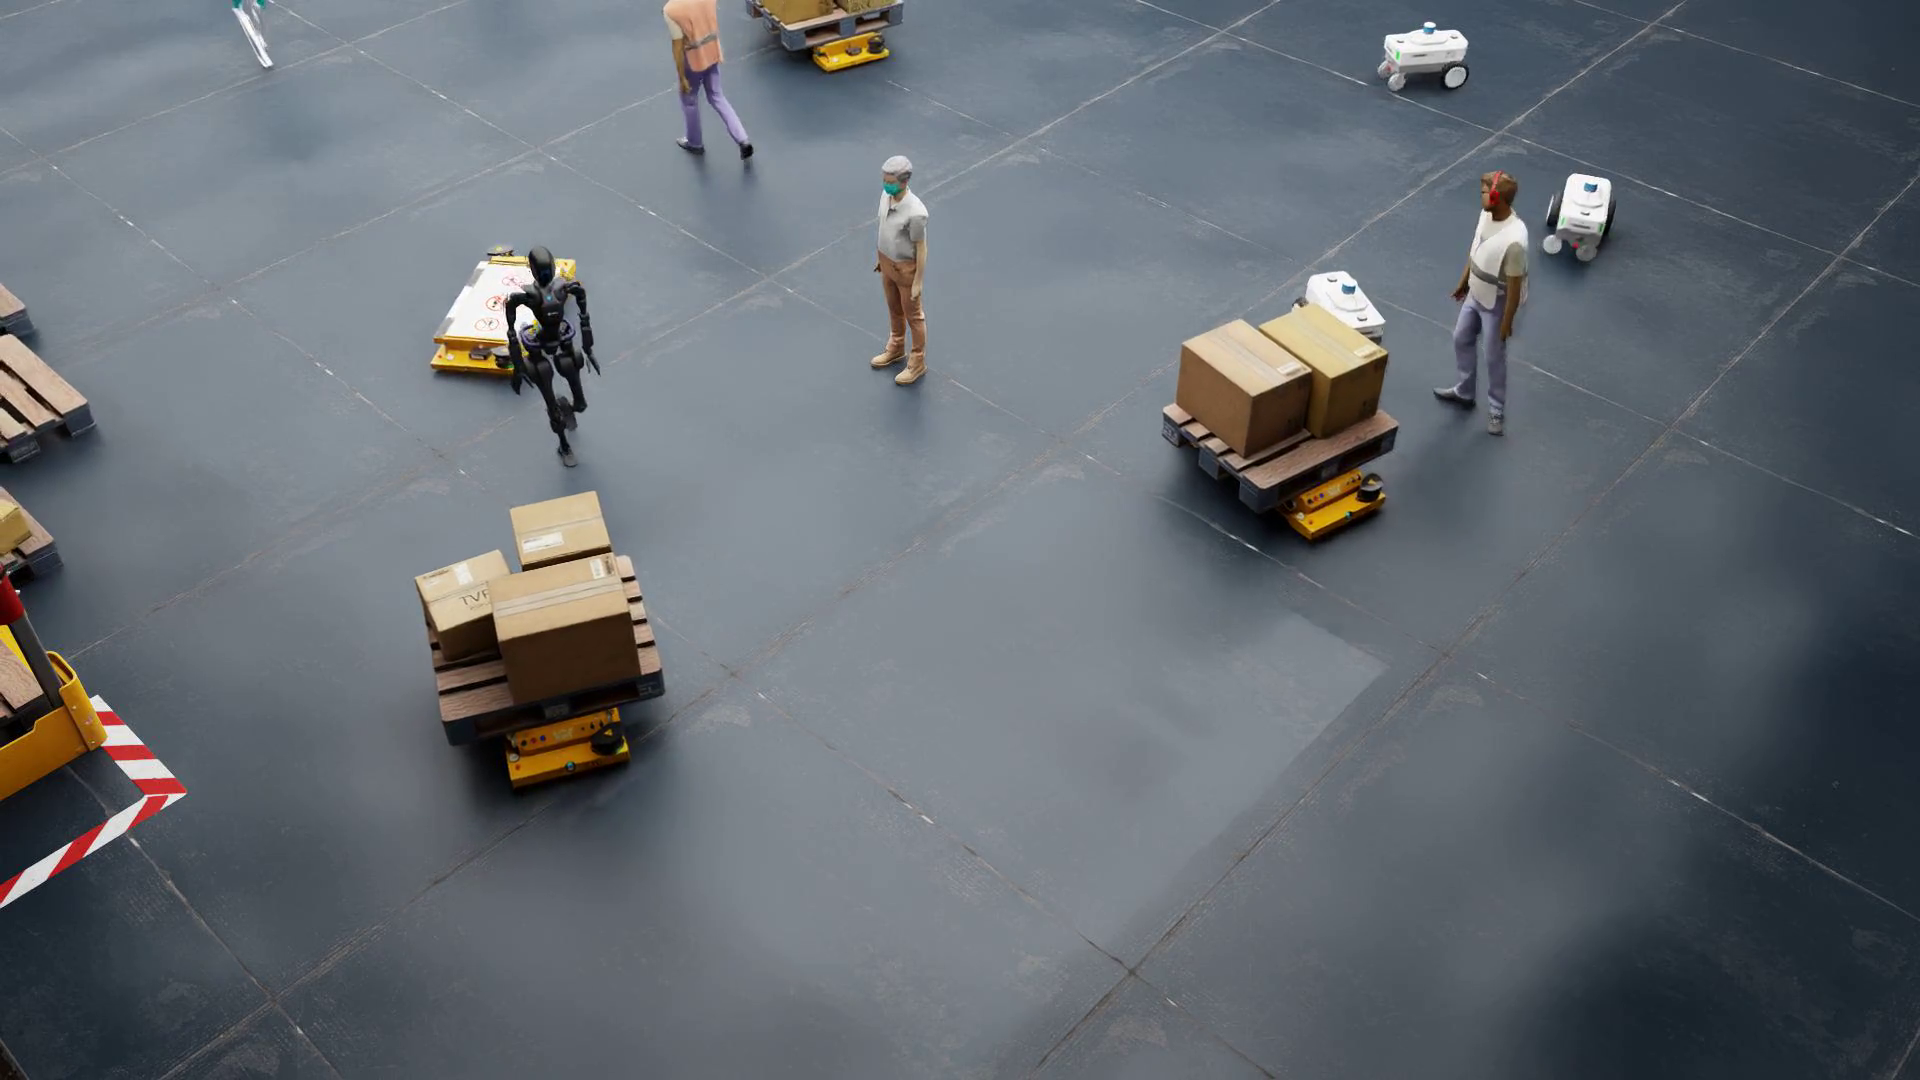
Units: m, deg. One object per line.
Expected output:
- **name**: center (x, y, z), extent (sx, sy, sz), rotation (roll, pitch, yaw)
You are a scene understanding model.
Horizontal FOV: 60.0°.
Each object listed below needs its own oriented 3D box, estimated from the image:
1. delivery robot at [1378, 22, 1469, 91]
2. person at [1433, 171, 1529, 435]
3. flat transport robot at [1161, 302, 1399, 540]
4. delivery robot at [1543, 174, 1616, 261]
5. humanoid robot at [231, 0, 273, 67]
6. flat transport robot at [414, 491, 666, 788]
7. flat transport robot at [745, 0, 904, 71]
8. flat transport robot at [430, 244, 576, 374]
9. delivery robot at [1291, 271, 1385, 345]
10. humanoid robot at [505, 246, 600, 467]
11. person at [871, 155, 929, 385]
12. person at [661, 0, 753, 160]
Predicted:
- **delivery robot**: center (4.267, -4.453, 15.252), extent (0.773, 0.582, 0.499), rotation (-7, 42, -7)
- **person**: center (3.598, -1.583, 11.142), extent (0.417, 1.805, 0.712), rotation (-6, 42, -7)
- **flat transport robot**: center (2.116, -0.568, 11.157), extent (0.659, 0.231, 1.431), rotation (-24, 47, -24)
- **delivery robot**: center (4.941, -2.599, 13.201), extent (0.505, 0.595, 0.766), rotation (14, 44, 15)
- **humanoid robot**: center (-6.576, -5.175, 15.240), extent (0.553, 1.867, 0.843), rotation (-25, 48, -25)
- **flat transport robot**: center (-2.380, 0.788, 9.650), extent (0.659, 0.231, 1.431), rotation (-13, 44, -14)
- **flat transport robot**: center (-1.306, -4.928, 16.003), extent (0.659, 0.231, 1.431), rotation (-21, 46, -22)
- **flat transport robot**: center (-3.407, -1.732, 12.452), extent (0.659, 0.231, 1.431), rotation (5, 42, 5)
- **delivery robot**: center (2.794, -1.636, 12.125), extent (0.499, 0.587, 0.788), rotation (-10, 43, -11)
- **humanoid robot**: center (-2.700, -1.253, 10.871), extent (0.585, 1.630, 0.485), rotation (-21, 46, -22)
- **person**: center (-0.417, -1.882, 11.512), extent (0.321, 1.747, 0.471), rotation (-28, 49, -28)
- **person**: center (-2.140, -3.954, 13.773), extent (0.750, 1.808, 0.607), rotation (28, 49, 28)
